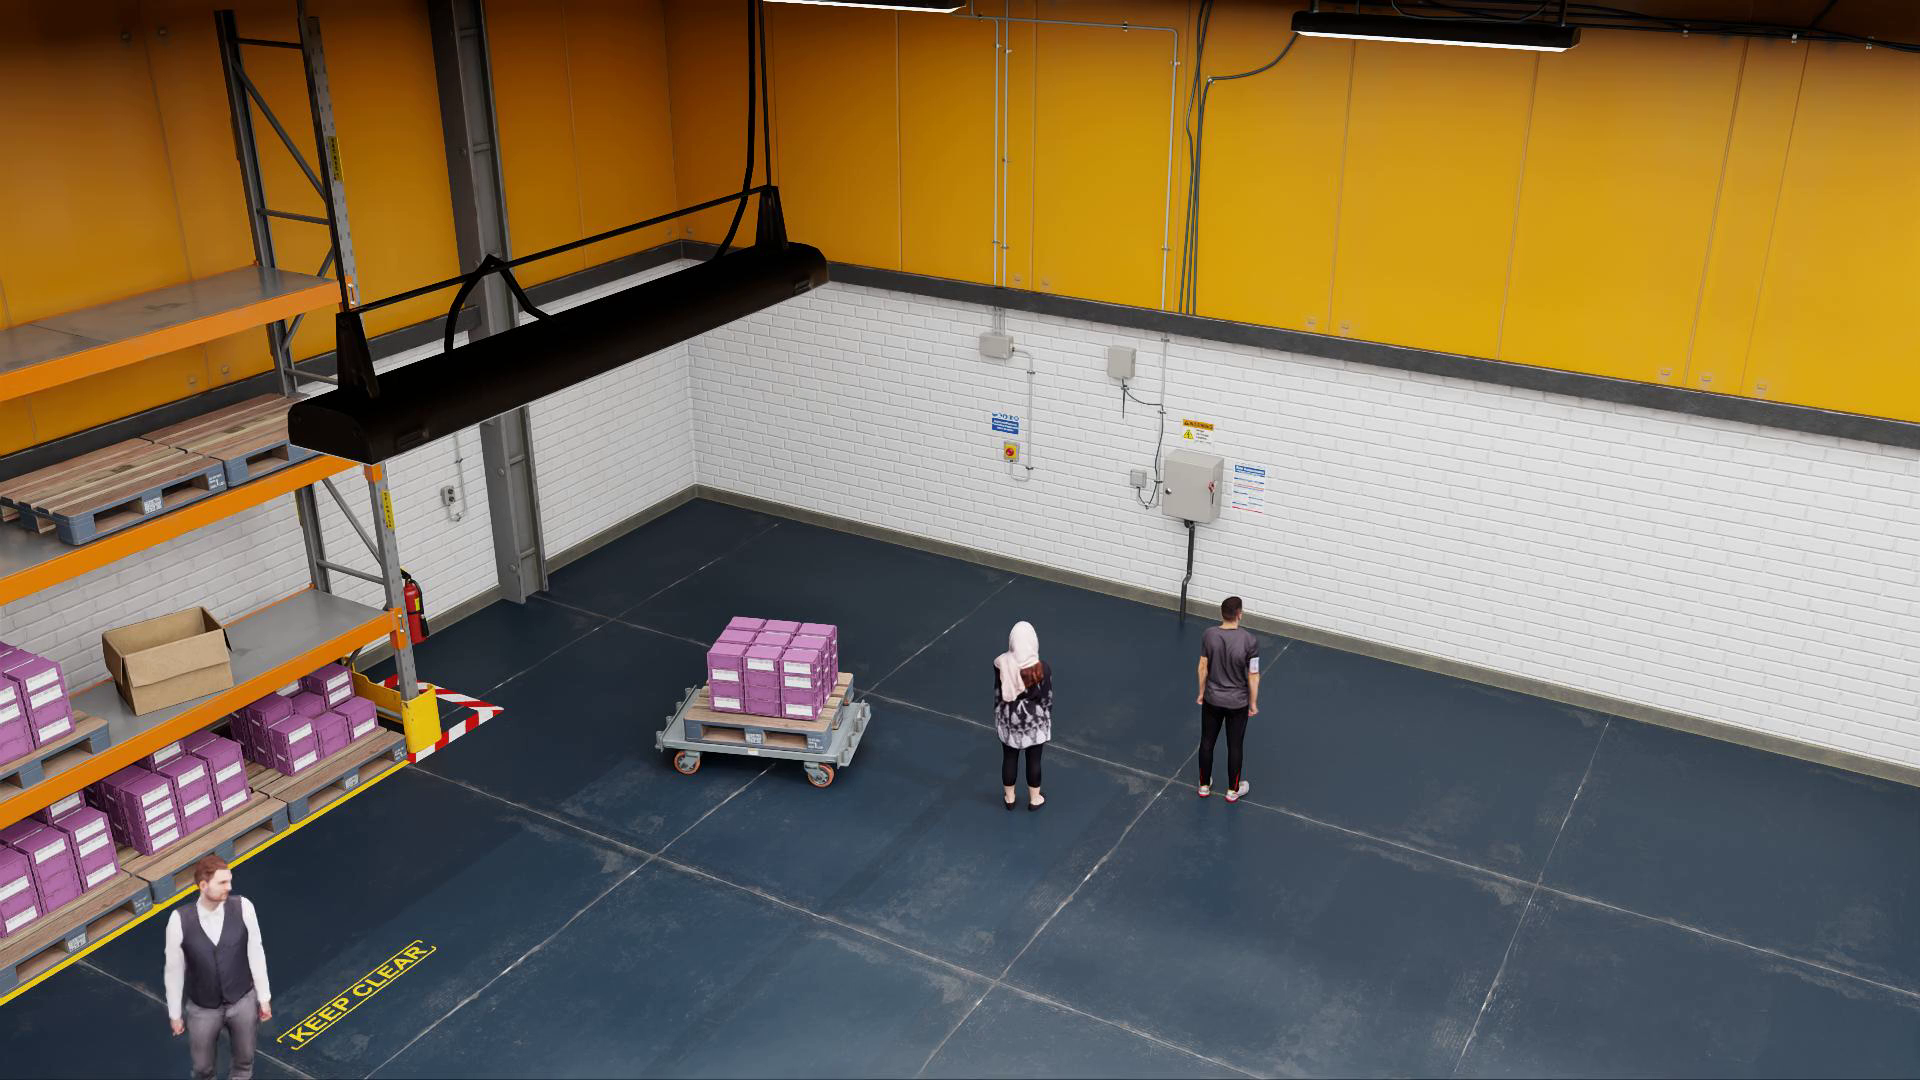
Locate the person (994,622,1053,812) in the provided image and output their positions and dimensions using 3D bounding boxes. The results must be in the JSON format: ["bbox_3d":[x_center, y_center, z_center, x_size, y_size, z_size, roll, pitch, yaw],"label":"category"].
[{"bbox_3d":[0.492,1.393,13.091,0.710,1.632,0.724,5,24,10],"label":"person"}]

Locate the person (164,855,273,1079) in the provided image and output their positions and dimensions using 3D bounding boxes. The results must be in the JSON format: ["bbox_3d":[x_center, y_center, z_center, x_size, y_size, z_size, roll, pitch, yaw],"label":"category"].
[{"bbox_3d":[-4.376,2.701,9.756,0.777,1.908,0.965,-8,25,-18],"label":"person"}]

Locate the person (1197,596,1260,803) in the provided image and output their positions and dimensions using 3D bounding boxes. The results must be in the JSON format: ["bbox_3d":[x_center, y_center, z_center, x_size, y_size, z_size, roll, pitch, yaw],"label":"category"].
[{"bbox_3d":[2.111,1.257,13.238,0.665,1.764,0.565,10,25,21],"label":"person"}]
